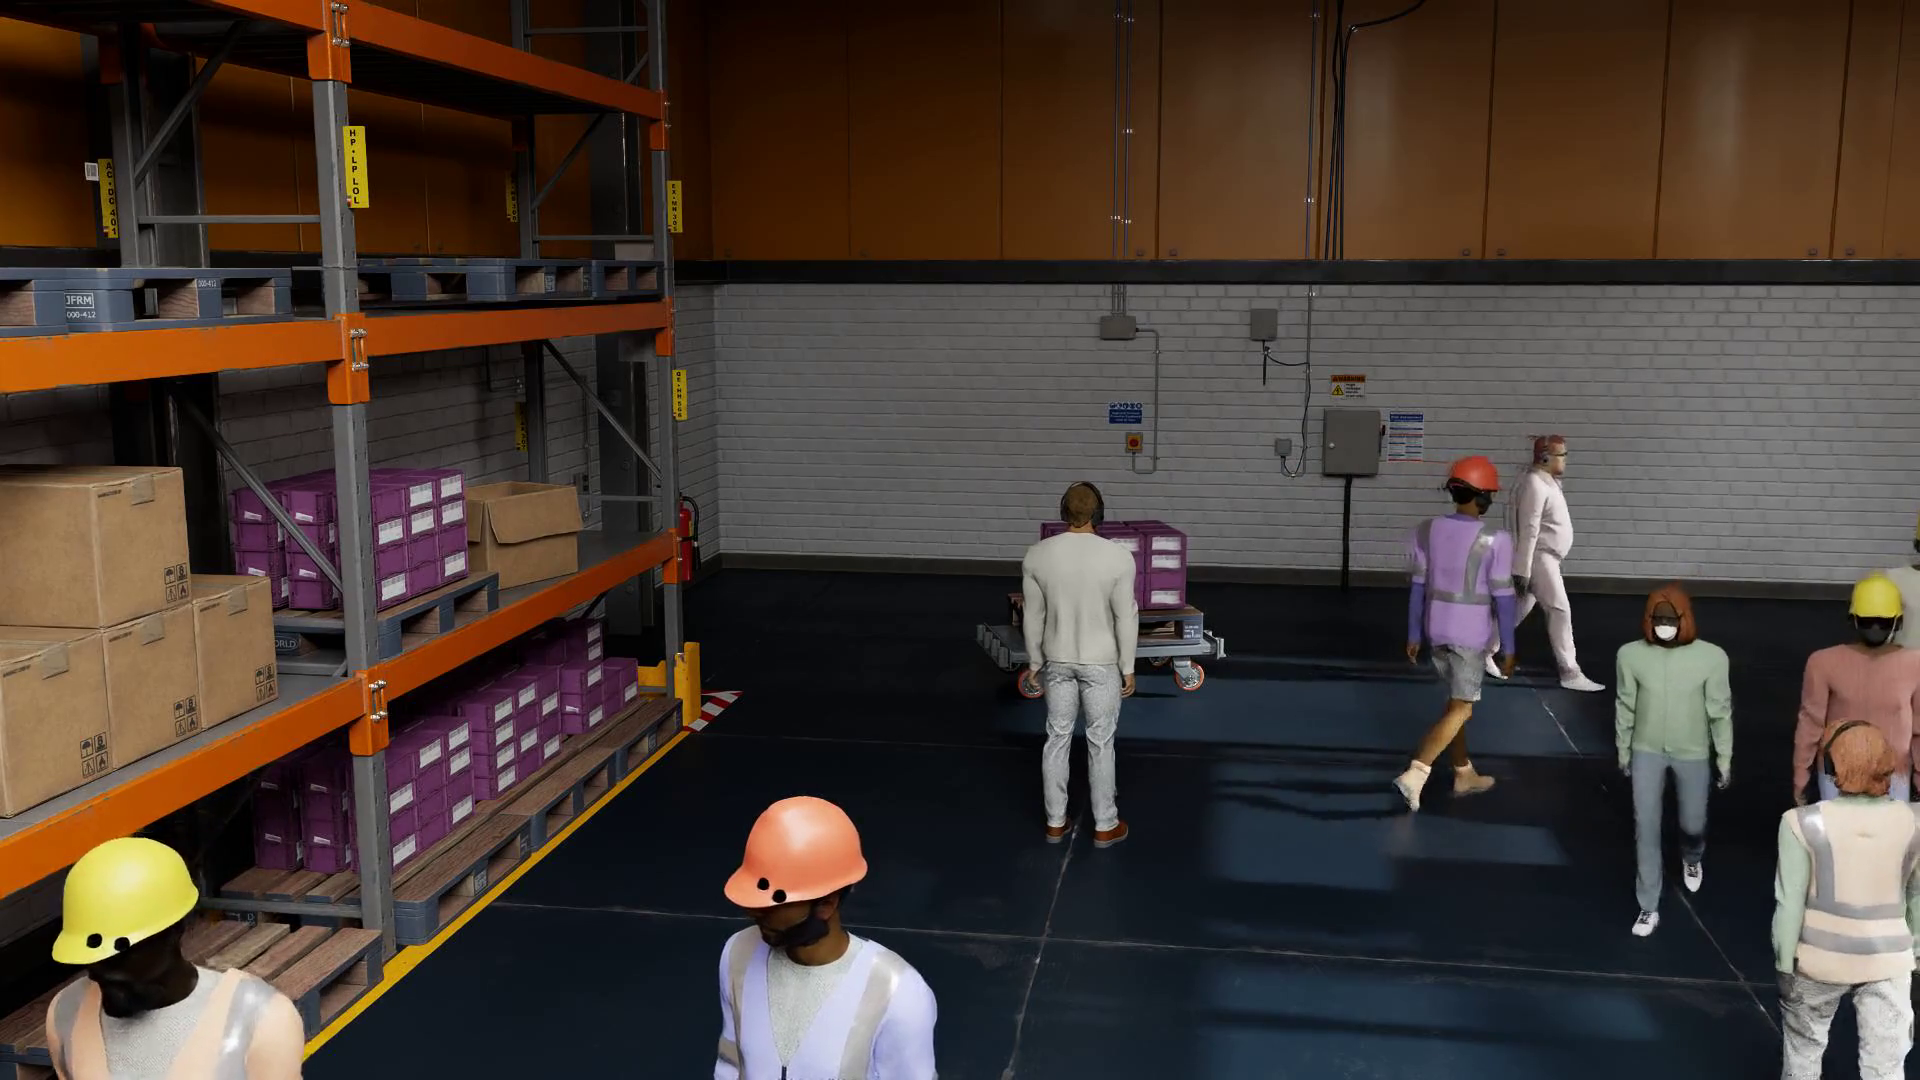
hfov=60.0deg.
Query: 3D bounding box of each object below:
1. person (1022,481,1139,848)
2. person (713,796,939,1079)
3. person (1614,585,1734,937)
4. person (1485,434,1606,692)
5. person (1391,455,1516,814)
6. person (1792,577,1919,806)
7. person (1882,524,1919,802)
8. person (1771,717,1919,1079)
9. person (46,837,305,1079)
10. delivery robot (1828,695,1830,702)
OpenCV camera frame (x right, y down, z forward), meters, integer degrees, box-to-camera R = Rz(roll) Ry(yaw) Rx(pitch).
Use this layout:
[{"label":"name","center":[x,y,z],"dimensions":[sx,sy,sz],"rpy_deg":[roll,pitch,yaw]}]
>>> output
[{"label":"person","center":[0.636,0.655,8.769],"dimensions":[0.627,1.941,0.372],"rpy_deg":[4,10,21]},{"label":"person","center":[-0.316,1.487,3.654],"dimensions":[0.547,1.934,0.375],"rpy_deg":[5,10,28]},{"label":"person","center":[3.325,0.985,7.753],"dimensions":[0.540,1.609,0.690],"rpy_deg":[5,11,30]},{"label":"person","center":[4.207,0.149,12.143],"dimensions":[0.977,1.865,0.659],"rpy_deg":[4,10,24]},{"label":"person","center":[2.750,0.535,9.329],"dimensions":[0.930,2.013,0.616],"rpy_deg":[-7,11,-35]},{"label":"person","center":[3.848,1.026,7.095],"dimensions":[0.542,1.728,0.823],"rpy_deg":[5,10,28]},{"label":"person","center":[5.303,0.698,9.151],"dimensions":[0.544,1.722,0.894],"rpy_deg":[5,10,27]},{"label":"person","center":[2.884,1.381,5.337],"dimensions":[0.520,1.604,0.819],"rpy_deg":[1,9,9]},{"label":"person","center":[-1.639,1.528,3.504],"dimensions":[0.582,1.904,0.426],"rpy_deg":[1,9,4]},{"label":"delivery robot","center":[6.038,0.947,10.935],"dimensions":[0.707,0.478,0.477],"rpy_deg":[2,9,10]}]
